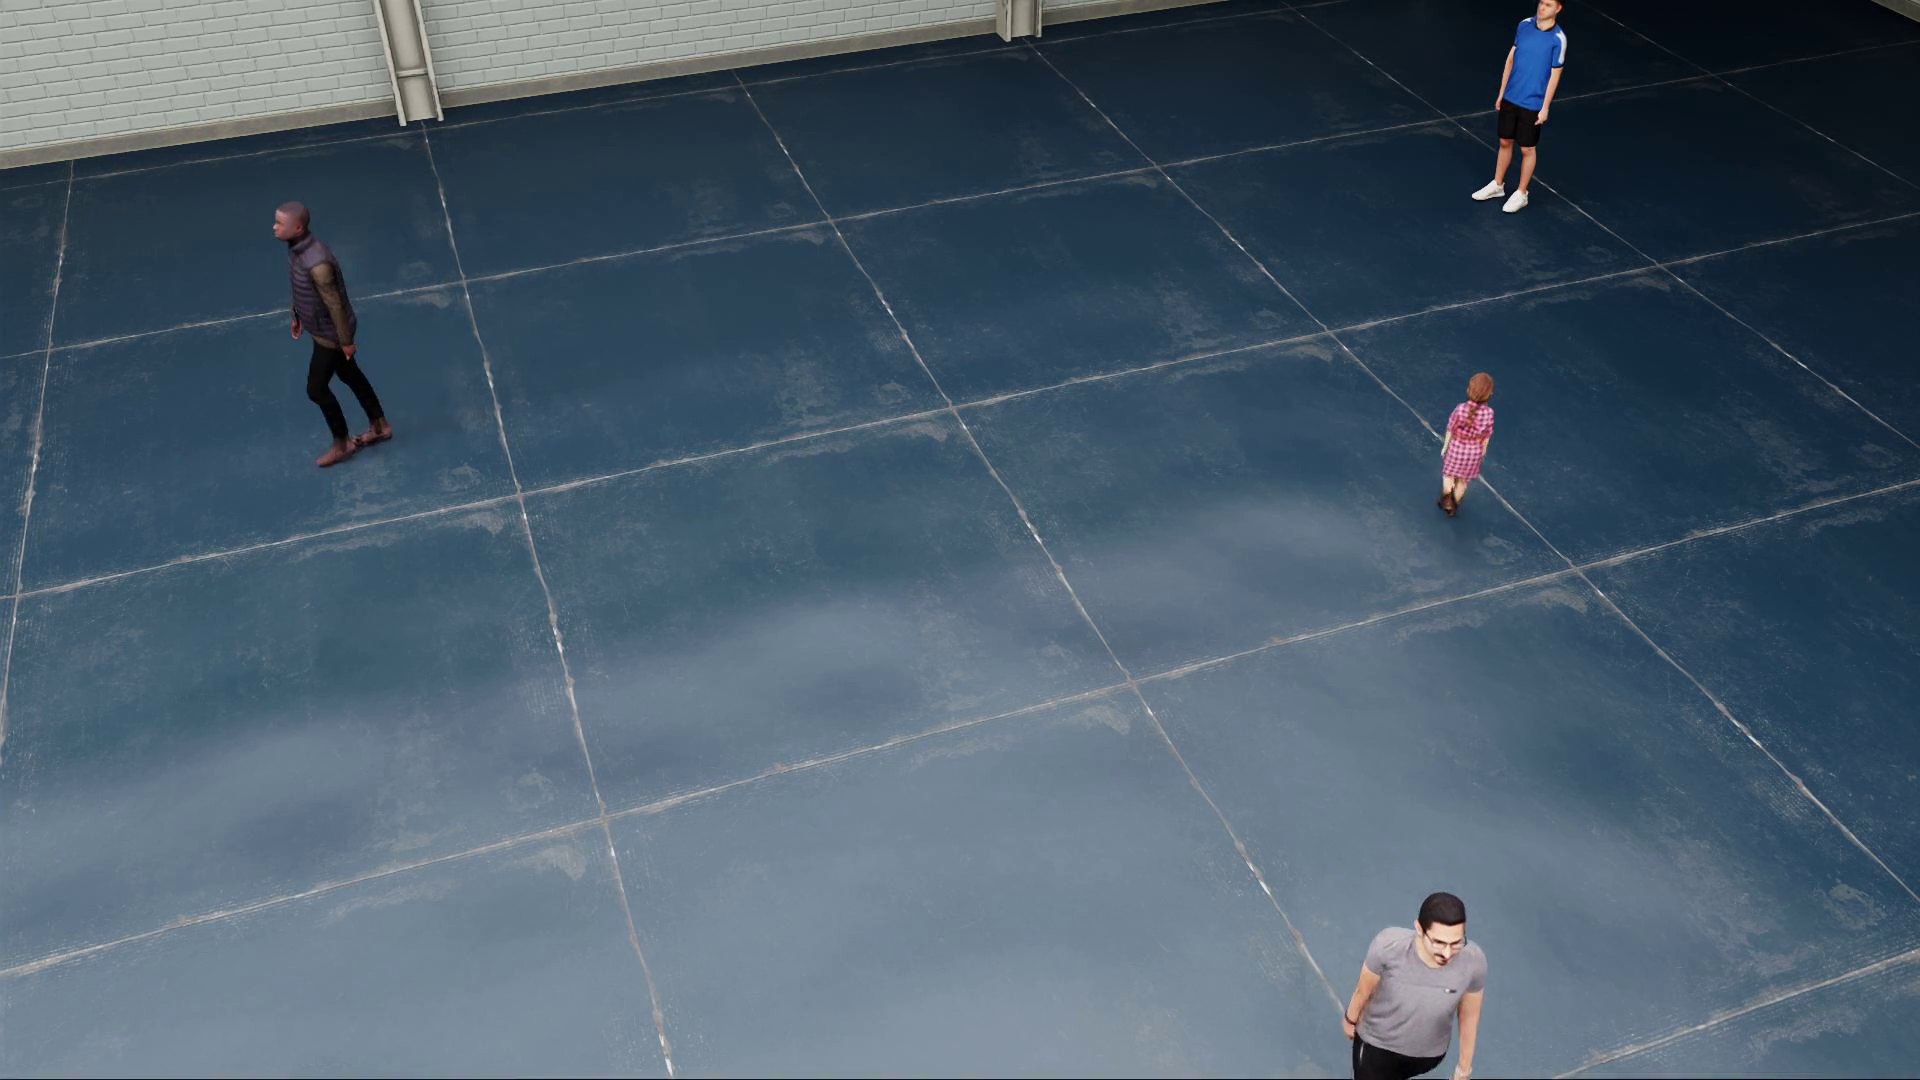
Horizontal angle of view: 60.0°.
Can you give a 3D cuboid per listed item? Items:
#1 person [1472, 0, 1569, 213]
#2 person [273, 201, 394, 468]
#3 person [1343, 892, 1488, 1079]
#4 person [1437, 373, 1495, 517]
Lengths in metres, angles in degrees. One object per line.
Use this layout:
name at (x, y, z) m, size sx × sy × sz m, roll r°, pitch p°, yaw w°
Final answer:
person at (4.632, -3.608, 13.560) m, size 0.688 × 1.865 × 0.716 m, roll -26°, pitch 45°, yaw -30°
person at (-3.987, -1.368, 10.735) m, size 0.837 × 1.817 × 0.770 m, roll -19°, pitch 42°, yaw -23°
person at (1.757, 1.916, 6.628) m, size 1.186 × 1.706 × 0.987 m, roll 1°, pitch 38°, yaw 2°
person at (3.144, -0.565, 10.361) m, size 0.464 × 1.014 × 0.555 m, roll 5°, pitch 38°, yaw 6°
